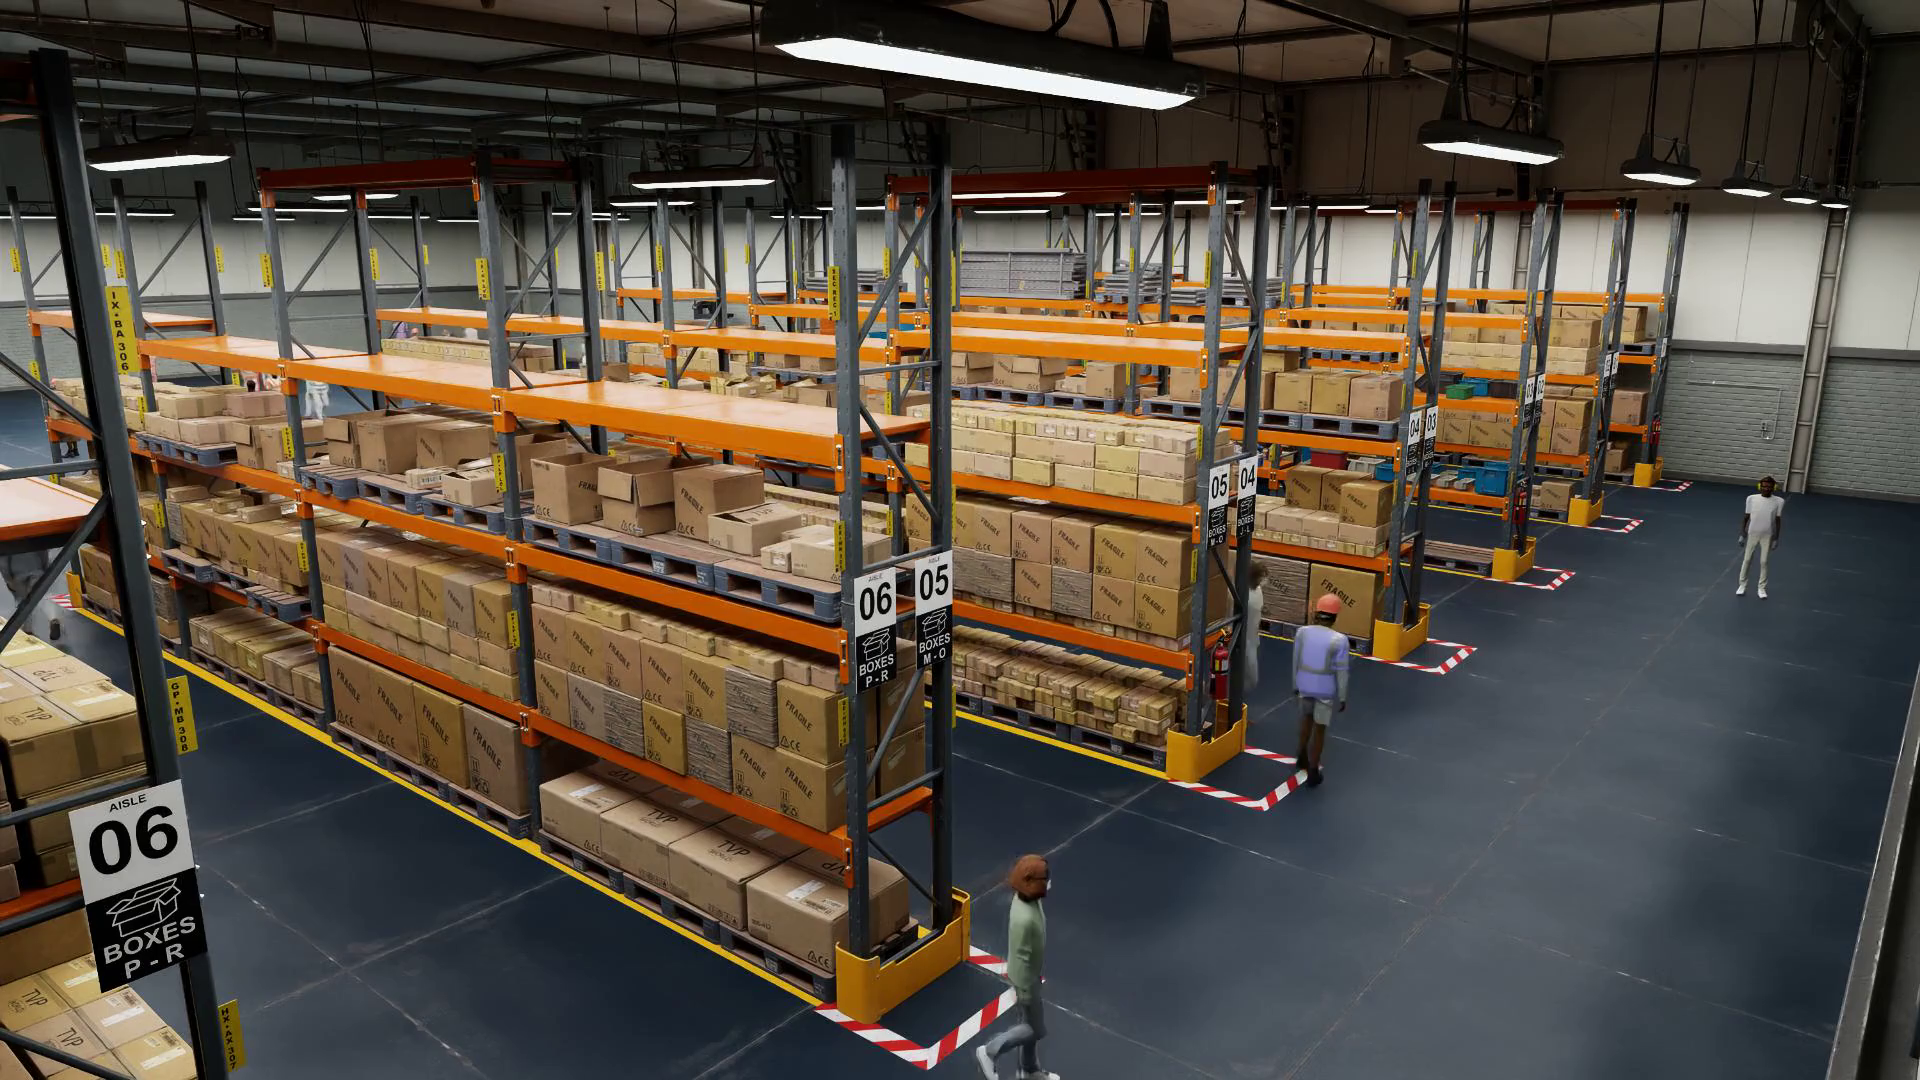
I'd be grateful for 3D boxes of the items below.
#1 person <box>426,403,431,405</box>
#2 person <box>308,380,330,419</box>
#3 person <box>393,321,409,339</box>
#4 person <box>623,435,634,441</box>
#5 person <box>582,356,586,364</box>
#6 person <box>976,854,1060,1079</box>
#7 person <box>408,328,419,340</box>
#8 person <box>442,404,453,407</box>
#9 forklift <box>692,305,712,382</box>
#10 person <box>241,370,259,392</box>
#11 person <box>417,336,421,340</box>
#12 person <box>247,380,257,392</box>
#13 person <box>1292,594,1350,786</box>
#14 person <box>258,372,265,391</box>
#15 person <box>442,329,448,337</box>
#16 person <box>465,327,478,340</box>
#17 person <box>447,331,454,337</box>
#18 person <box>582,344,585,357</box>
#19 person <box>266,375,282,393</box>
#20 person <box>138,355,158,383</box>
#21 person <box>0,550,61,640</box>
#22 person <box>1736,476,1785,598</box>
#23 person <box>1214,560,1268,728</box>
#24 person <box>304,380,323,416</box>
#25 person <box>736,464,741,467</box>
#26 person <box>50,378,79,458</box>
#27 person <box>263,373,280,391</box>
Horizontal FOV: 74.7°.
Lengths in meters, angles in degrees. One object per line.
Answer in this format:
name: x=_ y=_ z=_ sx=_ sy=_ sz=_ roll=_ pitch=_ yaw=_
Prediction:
person: x=-16.325 y=-4.973 z=38.925 sx=0.389 sy=1.996 sz=0.612 roll=7 pitch=15 yaw=28
person: x=-18.439 y=-4.271 z=36.189 sx=0.546 sy=1.924 sz=0.607 roll=11 pitch=17 yaw=37
person: x=-24.066 y=-8.715 z=54.219 sx=0.610 sy=2.042 sz=0.396 roll=-9 pitch=16 yaw=-33
person: x=-8.271 y=-3.209 z=32.044 sx=0.552 sy=1.817 sz=0.615 roll=-5 pitch=15 yaw=-21
person: x=-11.851 y=-5.305 z=40.638 sx=0.640 sy=1.830 sz=0.579 roll=1 pitch=14 yaw=4
person: x=0.391 y=2.738 z=7.976 sx=0.450 sy=1.619 sz=0.522 roll=2 pitch=14 yaw=10
person: x=-20.182 y=-6.884 z=46.820 sx=0.631 sy=1.972 sz=0.506 roll=-3 pitch=14 yaw=-13
person: x=-15.729 y=-4.672 z=38.439 sx=0.512 sy=1.637 sz=0.309 roll=2 pitch=14 yaw=10
forklift: x=-9.511 y=-7.392 z=47.124 sx=1.873 sy=2.768 sz=1.129 roll=11 pitch=17 yaw=38
person: x=-22.979 y=-5.218 z=40.745 sx=0.798 sy=1.604 sz=0.512 roll=13 pitch=19 yaw=43
person: x=-18.822 y=-6.239 z=44.360 sx=0.559 sy=1.905 sz=0.865 roll=0 pitch=14 yaw=2
person: x=-17.188 y=-2.946 z=30.773 sx=0.379 sy=1.913 sz=0.590 roll=8 pitch=16 yaw=31
person: x=3.591 y=1.477 z=12.572 sx=0.563 sy=1.911 sz=0.556 roll=10 pitch=17 yaw=37
person: x=-23.969 y=-5.821 z=42.987 sx=0.538 sy=1.712 sz=0.899 roll=-5 pitch=15 yaw=-19
person: x=-19.442 y=-7.039 z=47.700 sx=0.663 sy=1.865 sz=0.717 roll=-3 pitch=14 yaw=-11
person: x=-20.219 y=-8.126 z=52.183 sx=0.652 sy=1.863 sz=0.993 roll=4 pitch=14 yaw=17
person: x=-18.612 y=-6.787 z=46.586 sx=0.852 sy=1.910 sz=0.633 roll=-7 pitch=15 yaw=-27
person: x=-13.478 y=-6.496 z=45.538 sx=0.926 sy=1.833 sz=0.529 roll=2 pitch=14 yaw=10
person: x=-19.409 y=-4.070 z=35.858 sx=0.611 sy=1.676 sz=0.550 roll=10 pitch=17 yaw=36
person: x=-26.481 y=-5.423 z=41.002 sx=0.468 sy=1.905 sz=0.689 roll=4 pitch=14 yaw=14
person: x=-12.493 y=0.436 z=16.863 sx=0.859 sy=1.910 sz=0.634 roll=9 pitch=16 yaw=33
person: x=12.061 y=-0.059 z=19.000 sx=0.510 sy=1.862 sz=0.320 roll=9 pitch=16 yaw=34
person: x=3.161 y=1.151 z=13.915 sx=0.423 sy=1.912 sz=0.656 roll=7 pitch=15 yaw=28
person: x=-19.488 y=-4.506 z=37.811 sx=0.709 sy=1.614 sz=0.529 roll=5 pitch=14 yaw=19
person: x=-3.478 y=-0.241 z=19.616 sx=0.607 sy=1.917 sz=0.578 roll=10 pitch=17 yaw=35
person: x=-22.028 y=-2.996 z=30.915 sx=0.373 sy=1.935 sz=0.552 roll=-2 pitch=14 yaw=-9
person: x=-21.163 y=-4.789 z=38.750 sx=0.502 sy=1.718 sz=0.745 roll=-5 pitch=15 yaw=-21
